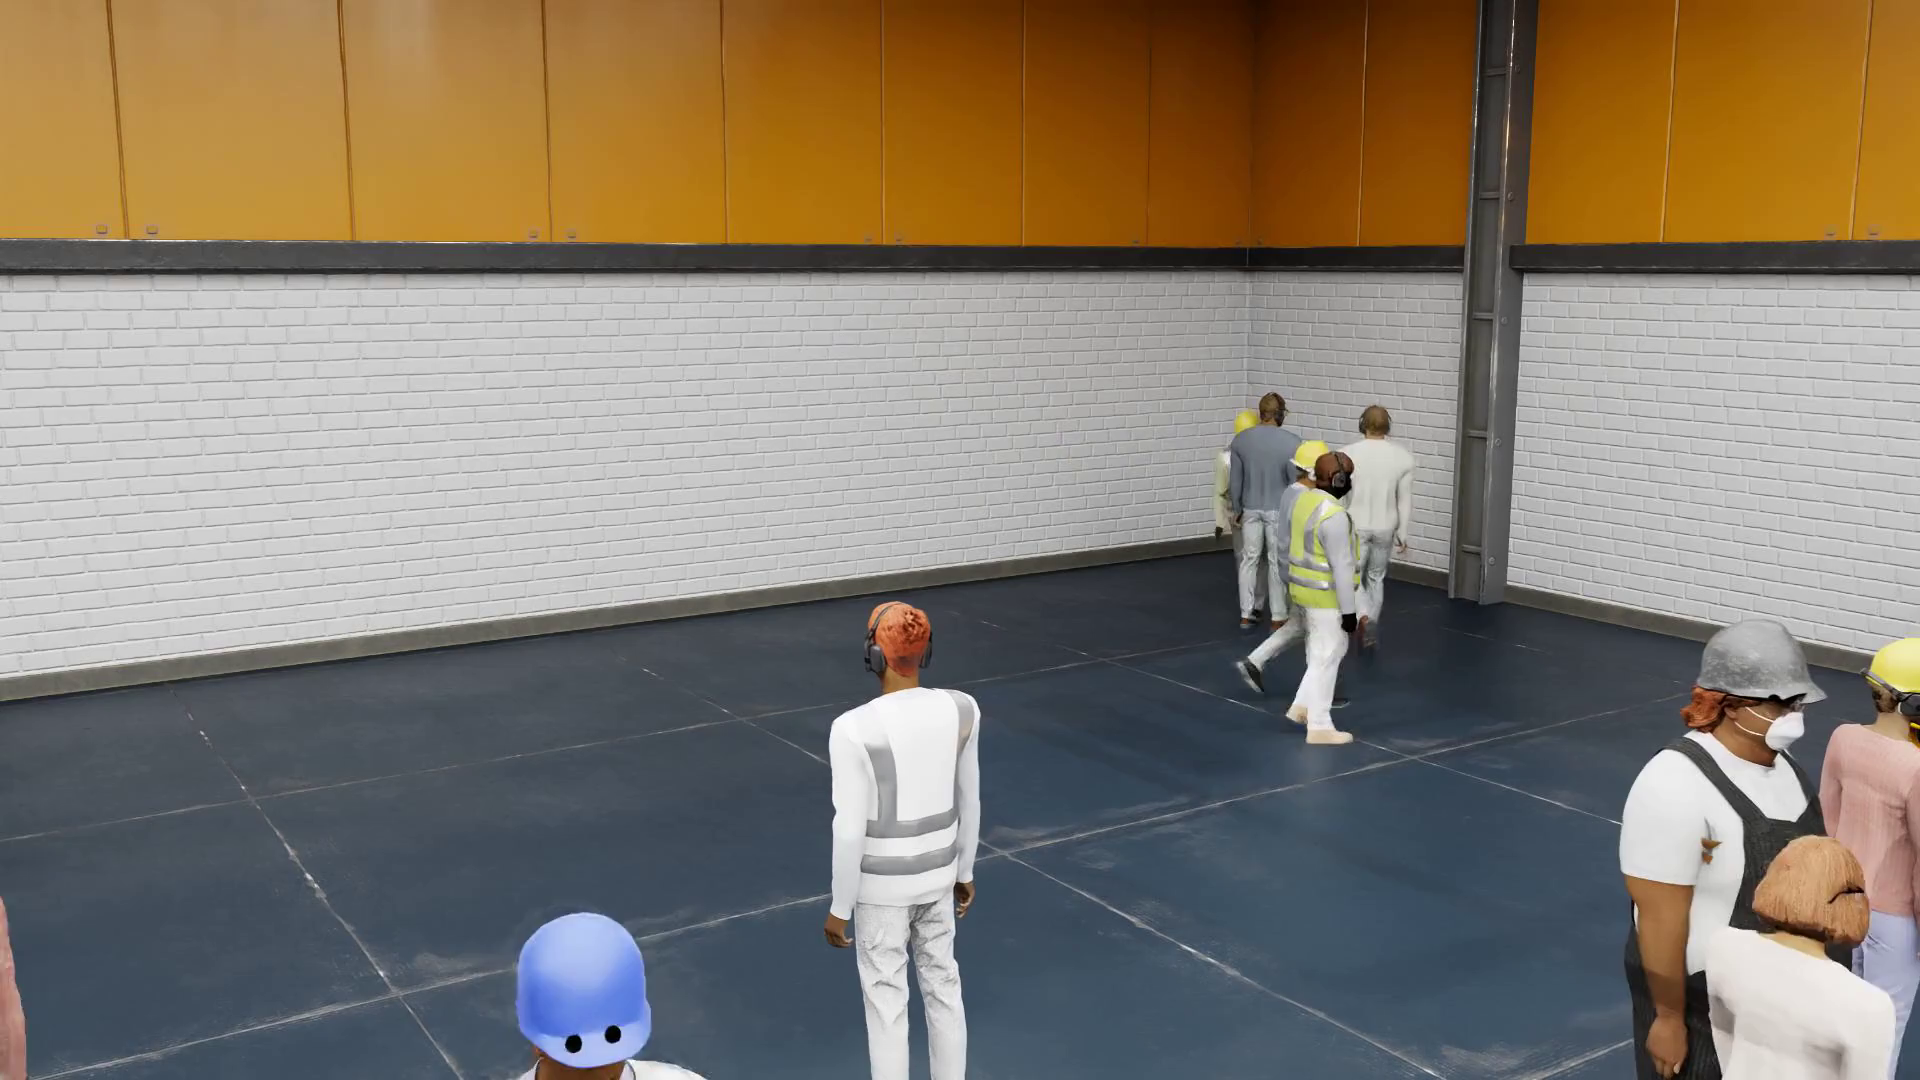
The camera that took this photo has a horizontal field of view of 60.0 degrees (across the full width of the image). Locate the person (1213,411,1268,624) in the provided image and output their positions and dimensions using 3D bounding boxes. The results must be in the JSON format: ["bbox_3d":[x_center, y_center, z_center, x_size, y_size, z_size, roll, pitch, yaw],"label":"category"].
[{"bbox_3d":[2.405,-0.193,13.819,0.604,1.758,0.936,2,10,9],"label":"person"}]

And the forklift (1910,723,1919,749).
[{"bbox_3d":[5.511,0.571,7.906,2.313,2.155,1.214,-6,11,-33],"label":"forklift"}]

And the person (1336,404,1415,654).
[{"bbox_3d":[3.120,-0.068,12.609,0.647,1.914,0.789,0,9,2],"label":"person"}]

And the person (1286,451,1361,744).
[{"bbox_3d":[2.259,0.364,10.273,0.445,1.830,0.648,-1,9,-5],"label":"person"}]

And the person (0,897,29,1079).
[{"bbox_3d":[-2.272,1.401,3.587,0.574,1.966,0.748,7,12,36],"label":"person"}]

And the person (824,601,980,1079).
[{"bbox_3d":[-0.184,1.131,5.465,0.584,1.882,0.339,-7,12,-37],"label":"person"}]

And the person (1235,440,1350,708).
[{"bbox_3d":[2.258,0.231,11.102,0.671,1.815,0.604,0,9,-1],"label":"person"}]

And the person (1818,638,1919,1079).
[{"bbox_3d":[3.045,1.187,5.481,0.313,1.767,0.534,-2,10,-9],"label":"person"}]

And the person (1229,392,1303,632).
[{"bbox_3d":[2.486,-0.225,13.477,0.632,1.936,0.359,6,11,34],"label":"person"}]

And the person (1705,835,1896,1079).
[{"bbox_3d":[2.037,1.499,4.037,0.380,1.623,0.512,-5,11,-30],"label":"person"}]

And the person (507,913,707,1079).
[{"bbox_3d":[-0.710,1.532,3.010,0.591,1.906,0.976,-5,10,-26],"label":"person"}]
